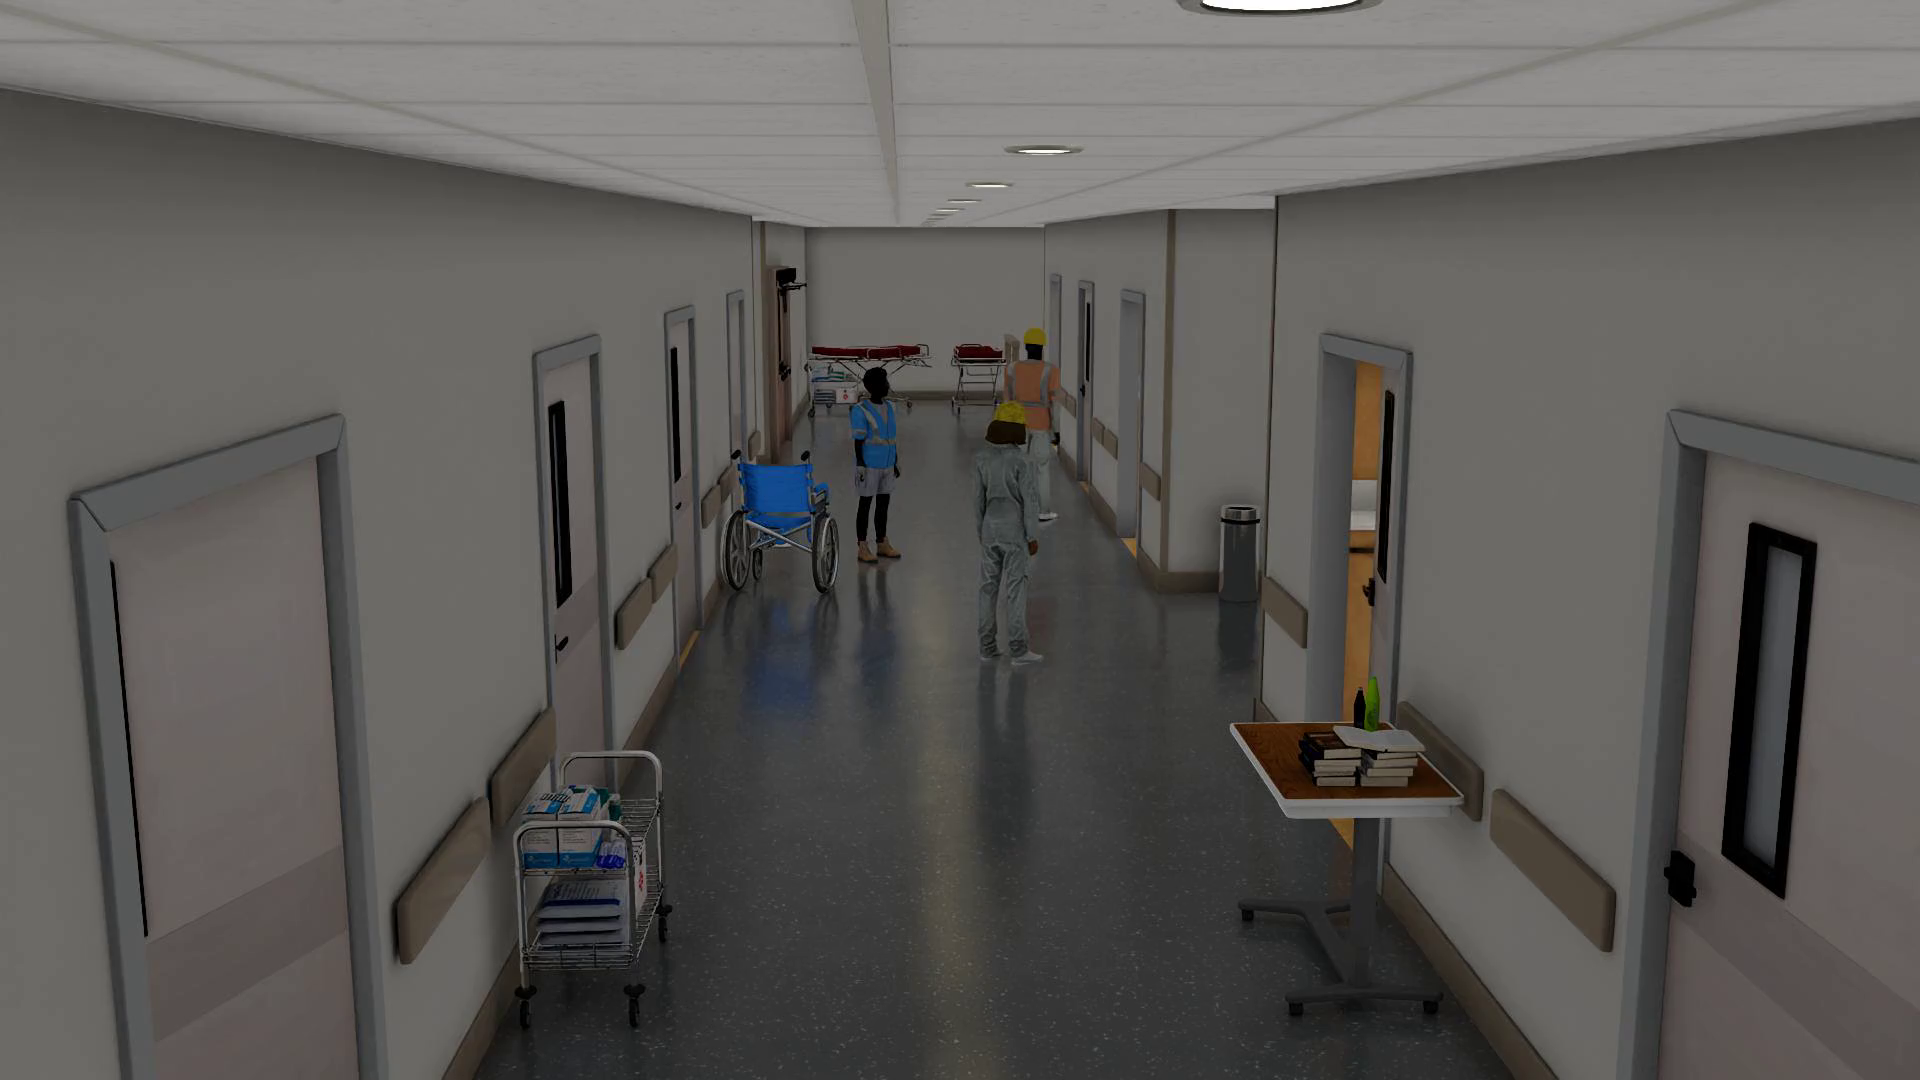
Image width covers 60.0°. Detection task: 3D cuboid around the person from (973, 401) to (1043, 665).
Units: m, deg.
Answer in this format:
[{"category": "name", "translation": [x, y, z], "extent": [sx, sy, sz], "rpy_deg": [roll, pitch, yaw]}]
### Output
[{"category": "person", "translation": [0.318, -0.045, 10.964], "extent": [0.484, 1.735, 0.311], "rpy_deg": [8, 13, 36]}]

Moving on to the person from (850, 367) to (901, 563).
[{"category": "person", "translation": [-0.725, -0.657, 14.469], "extent": [0.318, 1.700, 0.536], "rpy_deg": [9, 13, 40]}]

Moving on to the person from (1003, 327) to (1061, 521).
[{"category": "person", "translation": [0.725, -1.150, 16.583], "extent": [0.590, 1.926, 0.388], "rpy_deg": [4, 11, 19]}]
